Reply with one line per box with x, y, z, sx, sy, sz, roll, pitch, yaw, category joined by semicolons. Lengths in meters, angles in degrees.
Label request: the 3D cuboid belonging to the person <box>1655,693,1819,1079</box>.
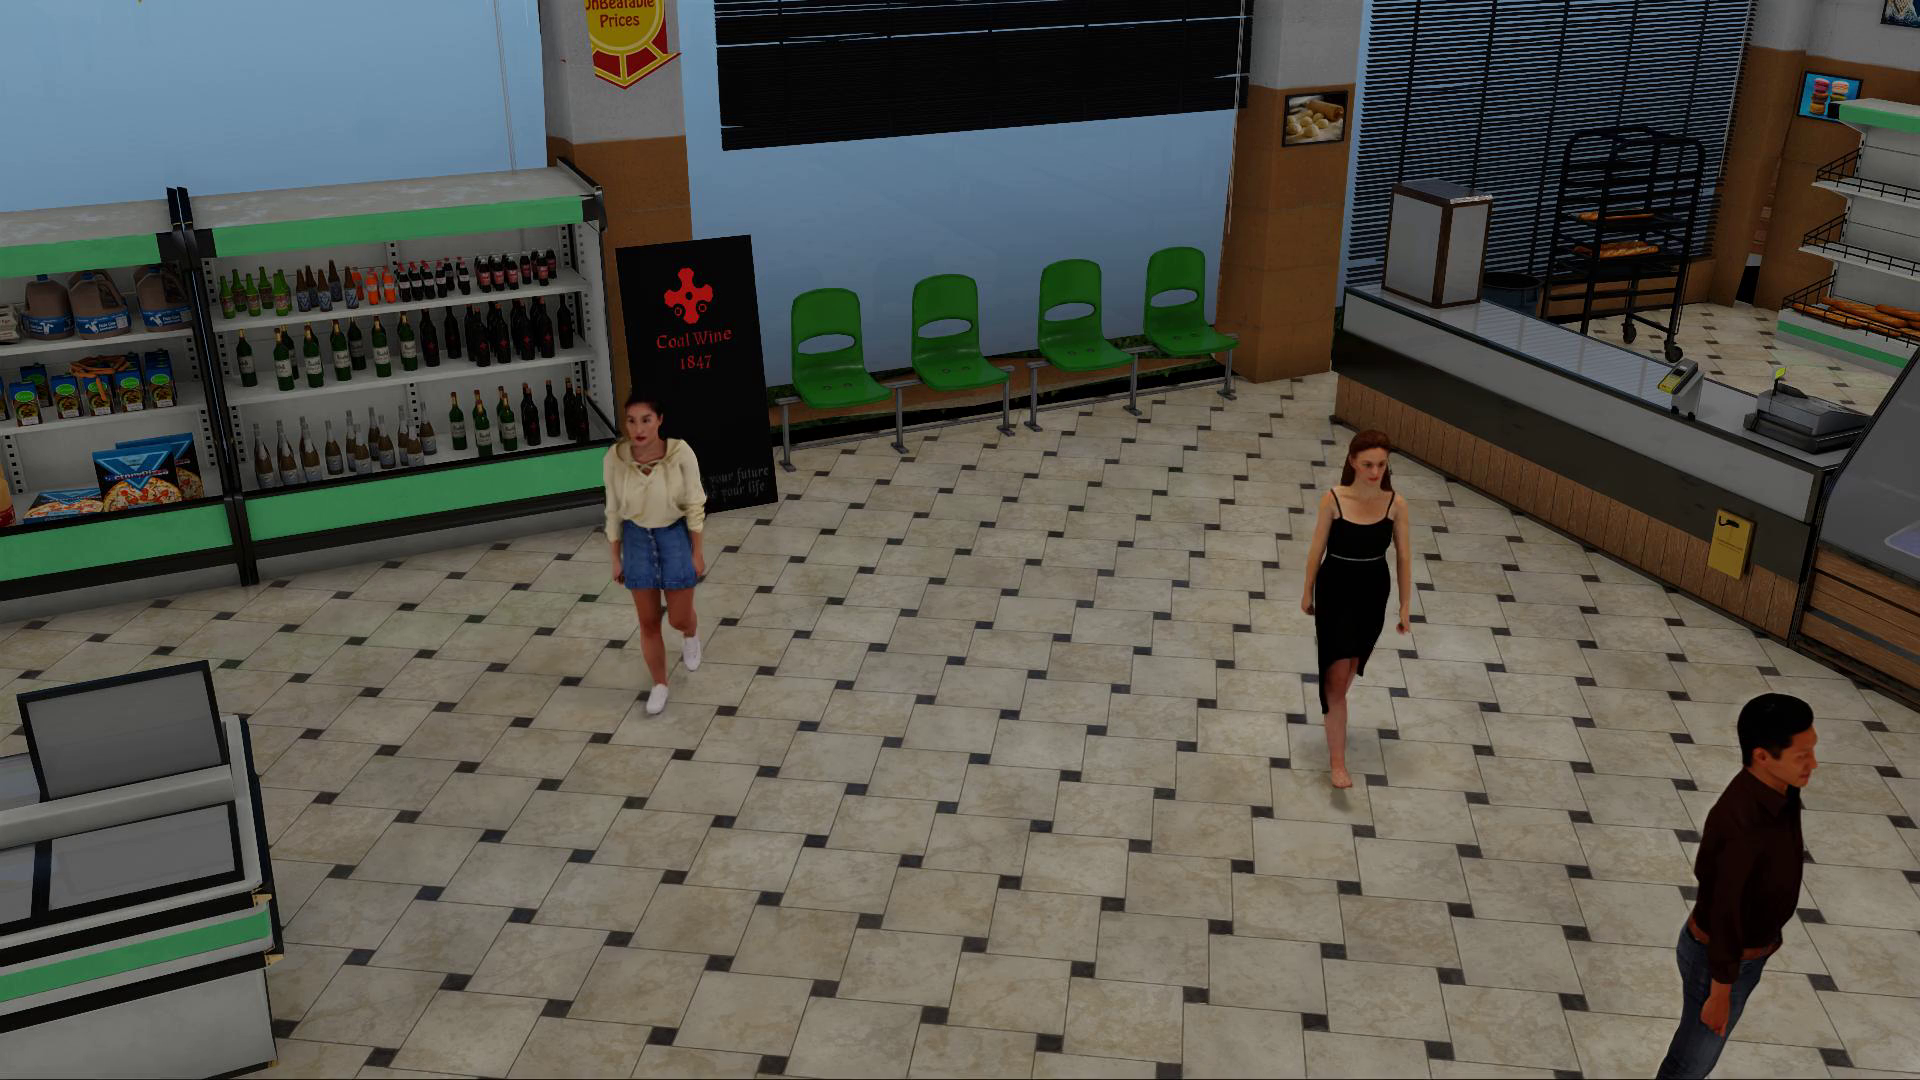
2.315;1.249;5.049;0.782;1.780;0.639;16;28;32;person

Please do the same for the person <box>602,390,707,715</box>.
-1.448;0.027;8.037;0.830;1.624;0.875;1;24;2;person

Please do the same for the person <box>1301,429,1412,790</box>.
1.770;0.236;7.597;1.007;1.593;0.893;-1;24;-2;person
